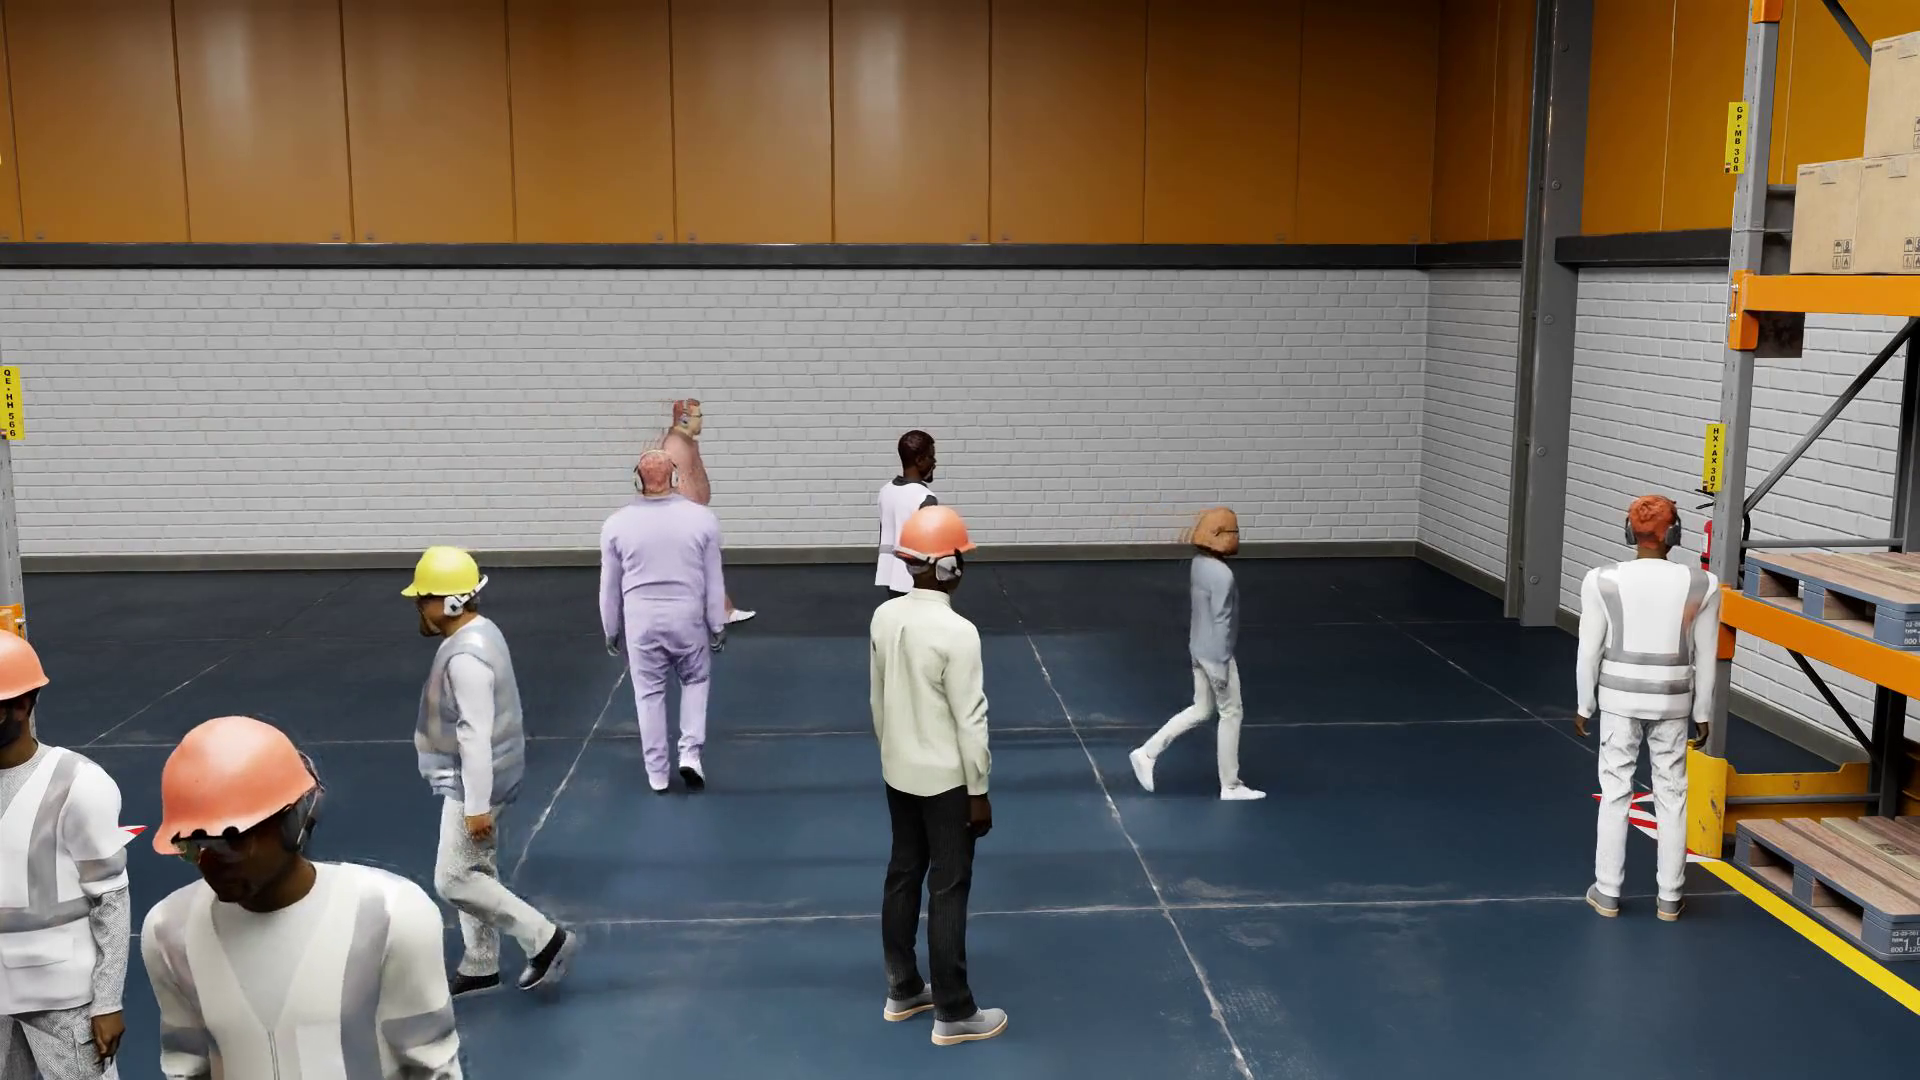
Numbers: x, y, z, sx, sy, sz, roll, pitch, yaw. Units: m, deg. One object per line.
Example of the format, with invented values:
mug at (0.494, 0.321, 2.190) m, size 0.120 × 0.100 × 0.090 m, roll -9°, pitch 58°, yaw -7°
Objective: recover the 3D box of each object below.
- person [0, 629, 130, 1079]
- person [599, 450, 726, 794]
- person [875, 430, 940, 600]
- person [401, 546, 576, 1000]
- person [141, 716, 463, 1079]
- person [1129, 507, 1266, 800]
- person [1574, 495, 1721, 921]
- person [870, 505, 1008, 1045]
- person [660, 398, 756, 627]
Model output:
person at (-2.475, 1.177, 4.394) m, size 0.552 × 1.935 × 0.374 m, roll 2°, pitch 9°, yaw 12°
person at (-1.619, 0.452, 9.056) m, size 0.678 × 1.893 × 0.418 m, roll -1°, pitch 9°, yaw -8°
person at (-0.290, 0.300, 9.958) m, size 0.391 × 1.919 × 0.591 m, roll -6°, pitch 11°, yaw -32°
person at (-1.847, 0.913, 6.423) m, size 0.516 × 1.816 × 0.607 m, roll -2°, pitch 9°, yaw -12°
person at (-1.295, 1.292, 3.452) m, size 0.637 × 2.014 × 0.727 m, roll 1°, pitch 9°, yaw 3°
person at (1.293, 0.620, 8.913) m, size 0.673 × 1.614 × 0.503 m, roll -1°, pitch 9°, yaw -9°
person at (3.005, 0.739, 7.315) m, size 0.574 × 1.881 × 0.358 m, roll 3°, pitch 9°, yaw 16°
person at (-0.093, 0.863, 6.176) m, size 0.375 × 1.997 × 0.609 m, roll -7°, pitch 12°, yaw -39°
person at (-2.049, -0.177, 13.107) m, size 0.942 × 1.861 × 0.668 m, roll -2°, pitch 9°, yaw -10°
